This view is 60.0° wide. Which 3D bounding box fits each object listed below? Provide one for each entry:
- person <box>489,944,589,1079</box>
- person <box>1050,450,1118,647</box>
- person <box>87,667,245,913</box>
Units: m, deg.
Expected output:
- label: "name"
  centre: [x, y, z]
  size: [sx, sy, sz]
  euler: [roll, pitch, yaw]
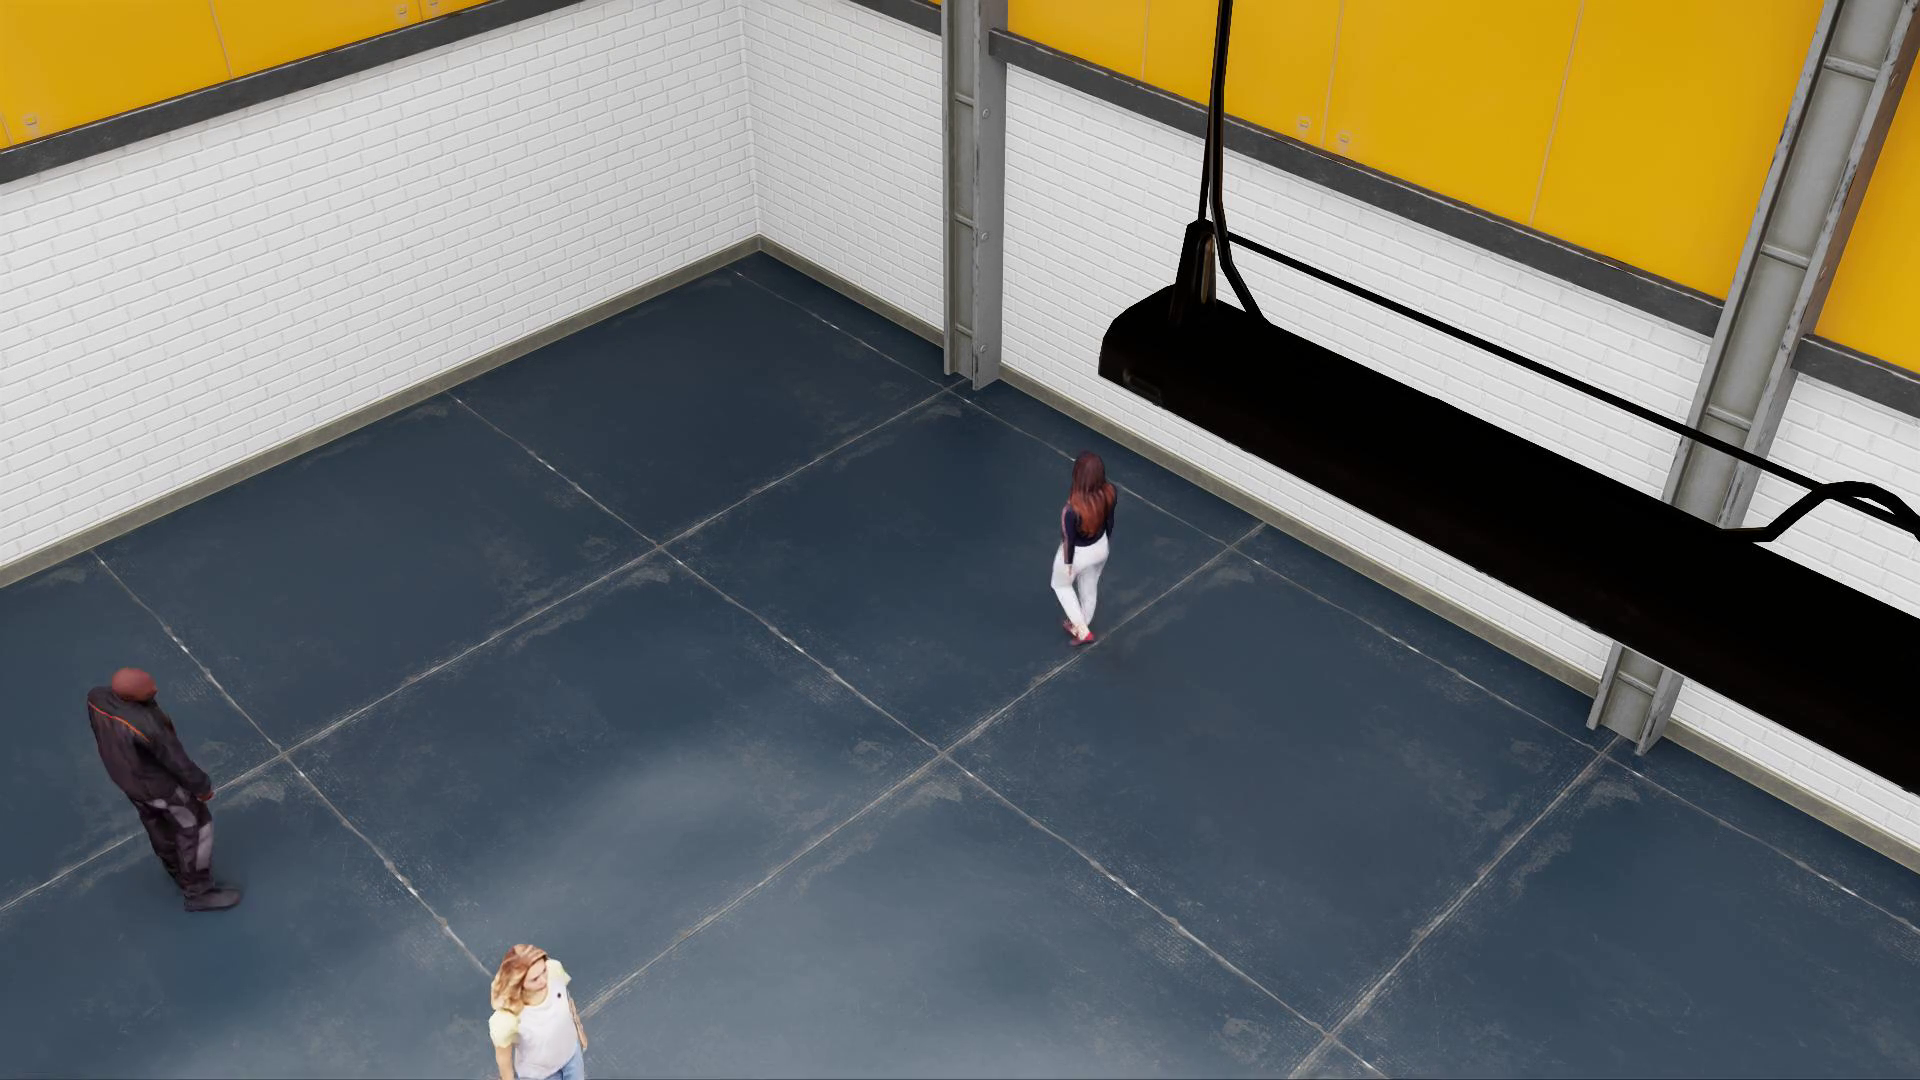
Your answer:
- label: "person"
  centre: [-2.052, 2.465, 7.957]
  size: [0.897, 1.712, 0.779]
  euler: [16, 41, 19]
- label: "person"
  centre: [0.850, 0.110, 10.996]
  size: [0.685, 1.599, 0.727]
  euler: [-20, 43, -23]
- label: "person"
  centre: [-4.574, 1.330, 9.322]
  size: [0.793, 1.782, 0.993]
  euler: [4, 39, 5]
